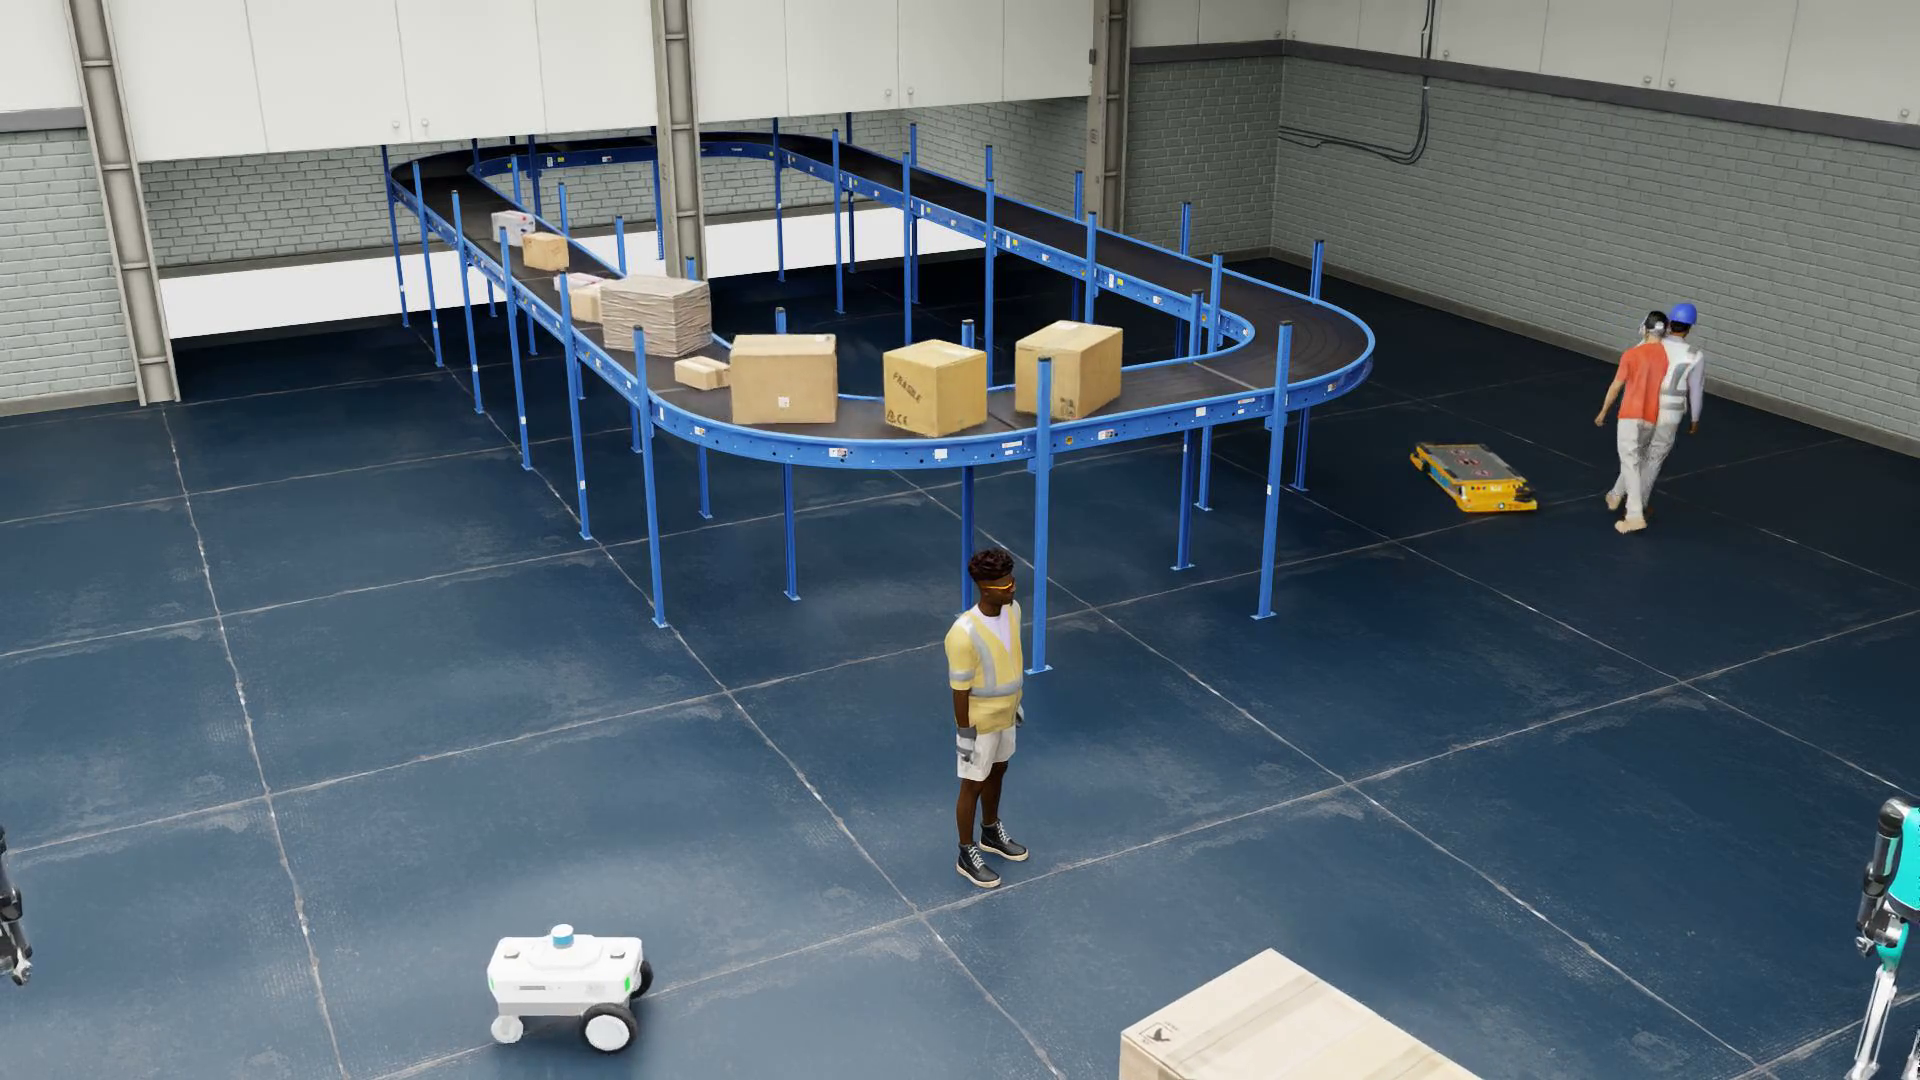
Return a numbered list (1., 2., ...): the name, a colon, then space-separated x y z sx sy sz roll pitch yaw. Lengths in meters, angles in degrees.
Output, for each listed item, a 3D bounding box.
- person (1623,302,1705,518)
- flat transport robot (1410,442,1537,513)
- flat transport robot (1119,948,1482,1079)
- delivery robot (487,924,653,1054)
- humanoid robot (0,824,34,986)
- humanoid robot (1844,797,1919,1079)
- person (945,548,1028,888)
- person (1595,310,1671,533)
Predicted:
1. person: 6.120 -1.117 14.424 0.625 1.919 0.619 -15 26 -33
2. flat transport robot: 4.717 -0.591 15.336 0.659 0.231 1.431 -2 22 -5
3. flat transport robot: 1.440 2.748 7.084 1.431 0.231 0.659 -17 27 -36
4. delivery robot: -1.915 2.156 8.146 0.776 0.580 0.499 0 22 0
5. humanoid robot: -4.446 1.855 7.340 1.006 1.739 0.550 16 27 34
6. humanoid robot: 4.430 1.762 7.544 0.850 1.742 0.560 -18 28 -38
7. person: 0.166 0.964 9.230 0.363 1.965 0.611 14 26 30
8. person: 5.845 -1.023 14.303 0.568 1.859 0.984 1 22 2
